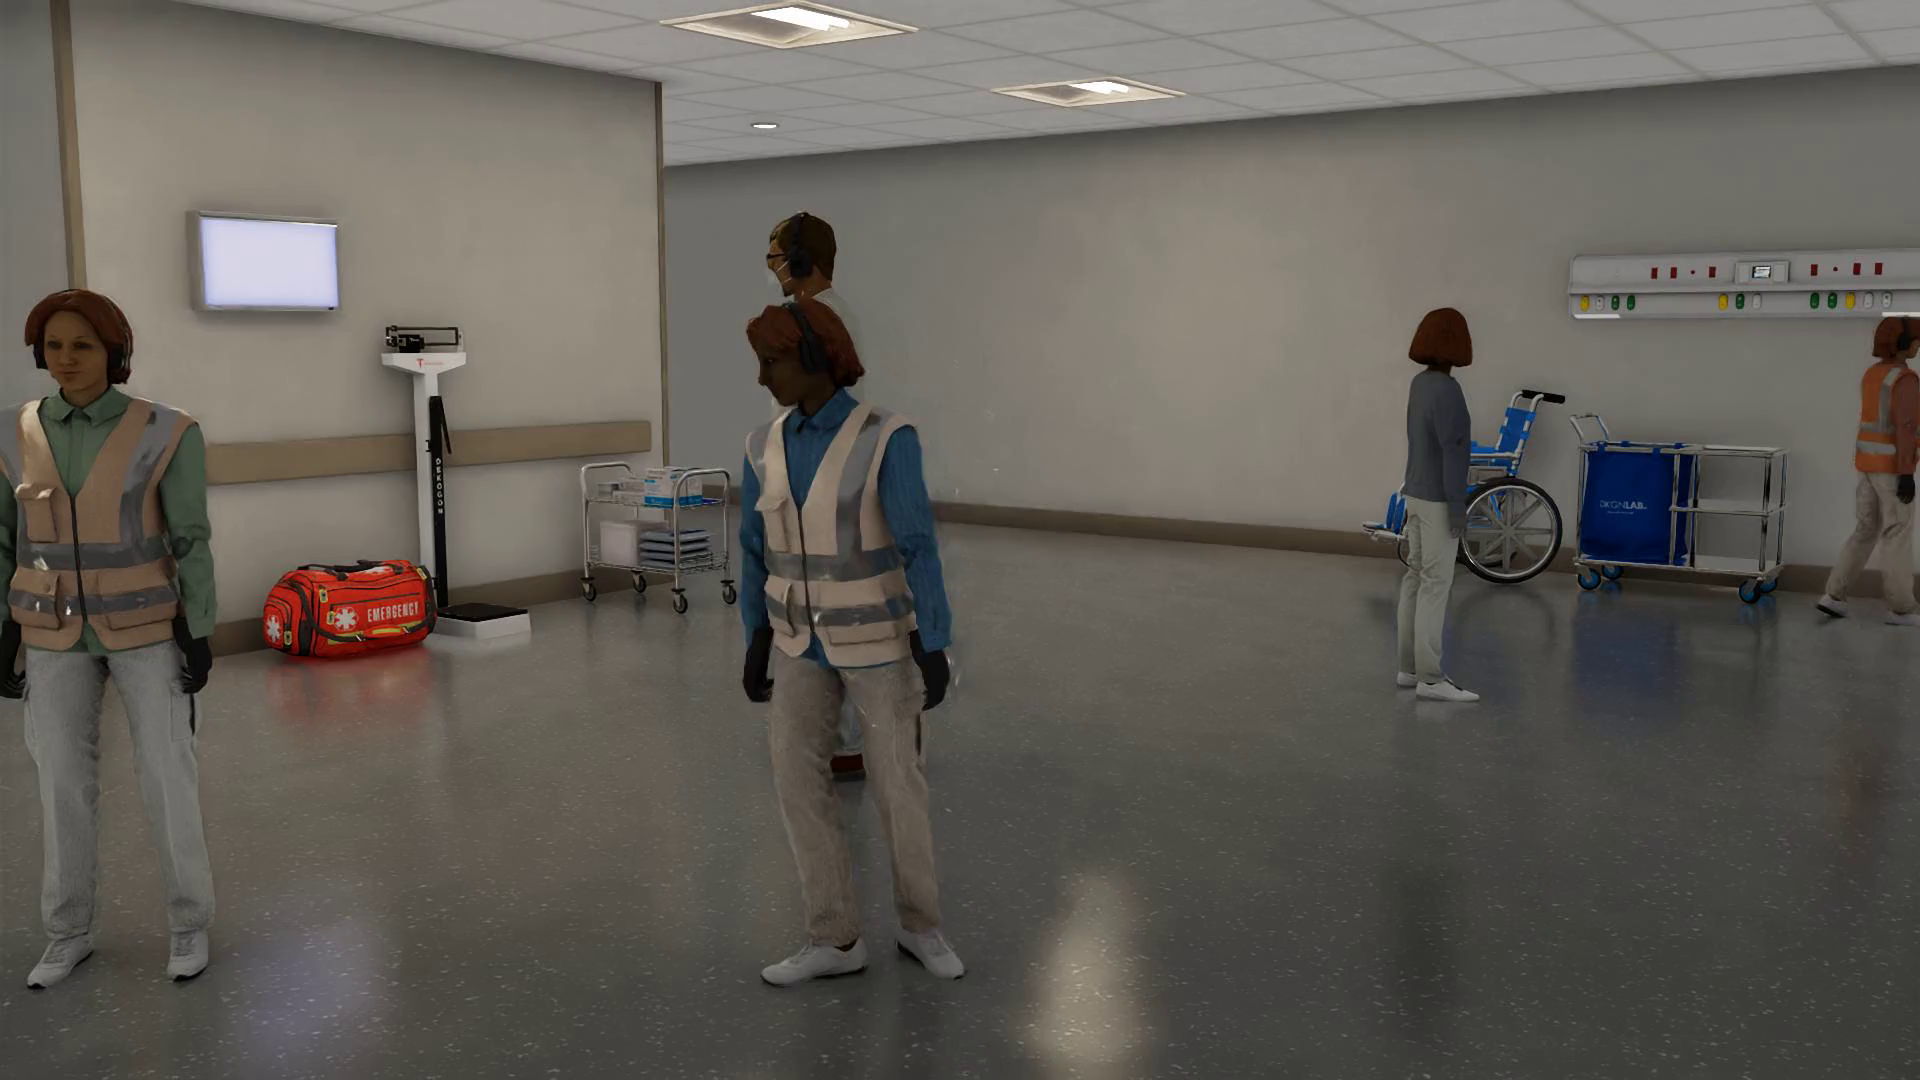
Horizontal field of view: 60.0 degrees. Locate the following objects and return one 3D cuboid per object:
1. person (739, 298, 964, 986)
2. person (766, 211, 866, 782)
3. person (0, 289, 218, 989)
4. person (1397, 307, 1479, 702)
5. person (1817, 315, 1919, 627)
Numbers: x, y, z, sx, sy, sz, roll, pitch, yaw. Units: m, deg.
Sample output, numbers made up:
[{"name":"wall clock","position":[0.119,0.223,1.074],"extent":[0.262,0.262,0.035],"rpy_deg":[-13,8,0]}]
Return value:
[{"name":"person","position":[-0.242,0.251,3.872],"extent":[0.553,1.615,0.446],"rpy_deg":[5,8,33]},{"name":"person","position":[-0.483,-0.140,5.689],"extent":[0.351,1.936,0.635],"rpy_deg":[-1,7,-6]},{"name":"person","position":[-2.004,0.237,3.898],"extent":[0.514,1.630,0.318],"rpy_deg":[-1,7,-8]},{"name":"person","position":[2.006,-0.150,6.966],"extent":[0.282,1.636,0.500],"rpy_deg":[0,7,-3]},{"name":"person","position":[4.856,-0.354,8.722],"extent":[0.439,1.656,0.523],"rpy_deg":[1,7,6]}]
